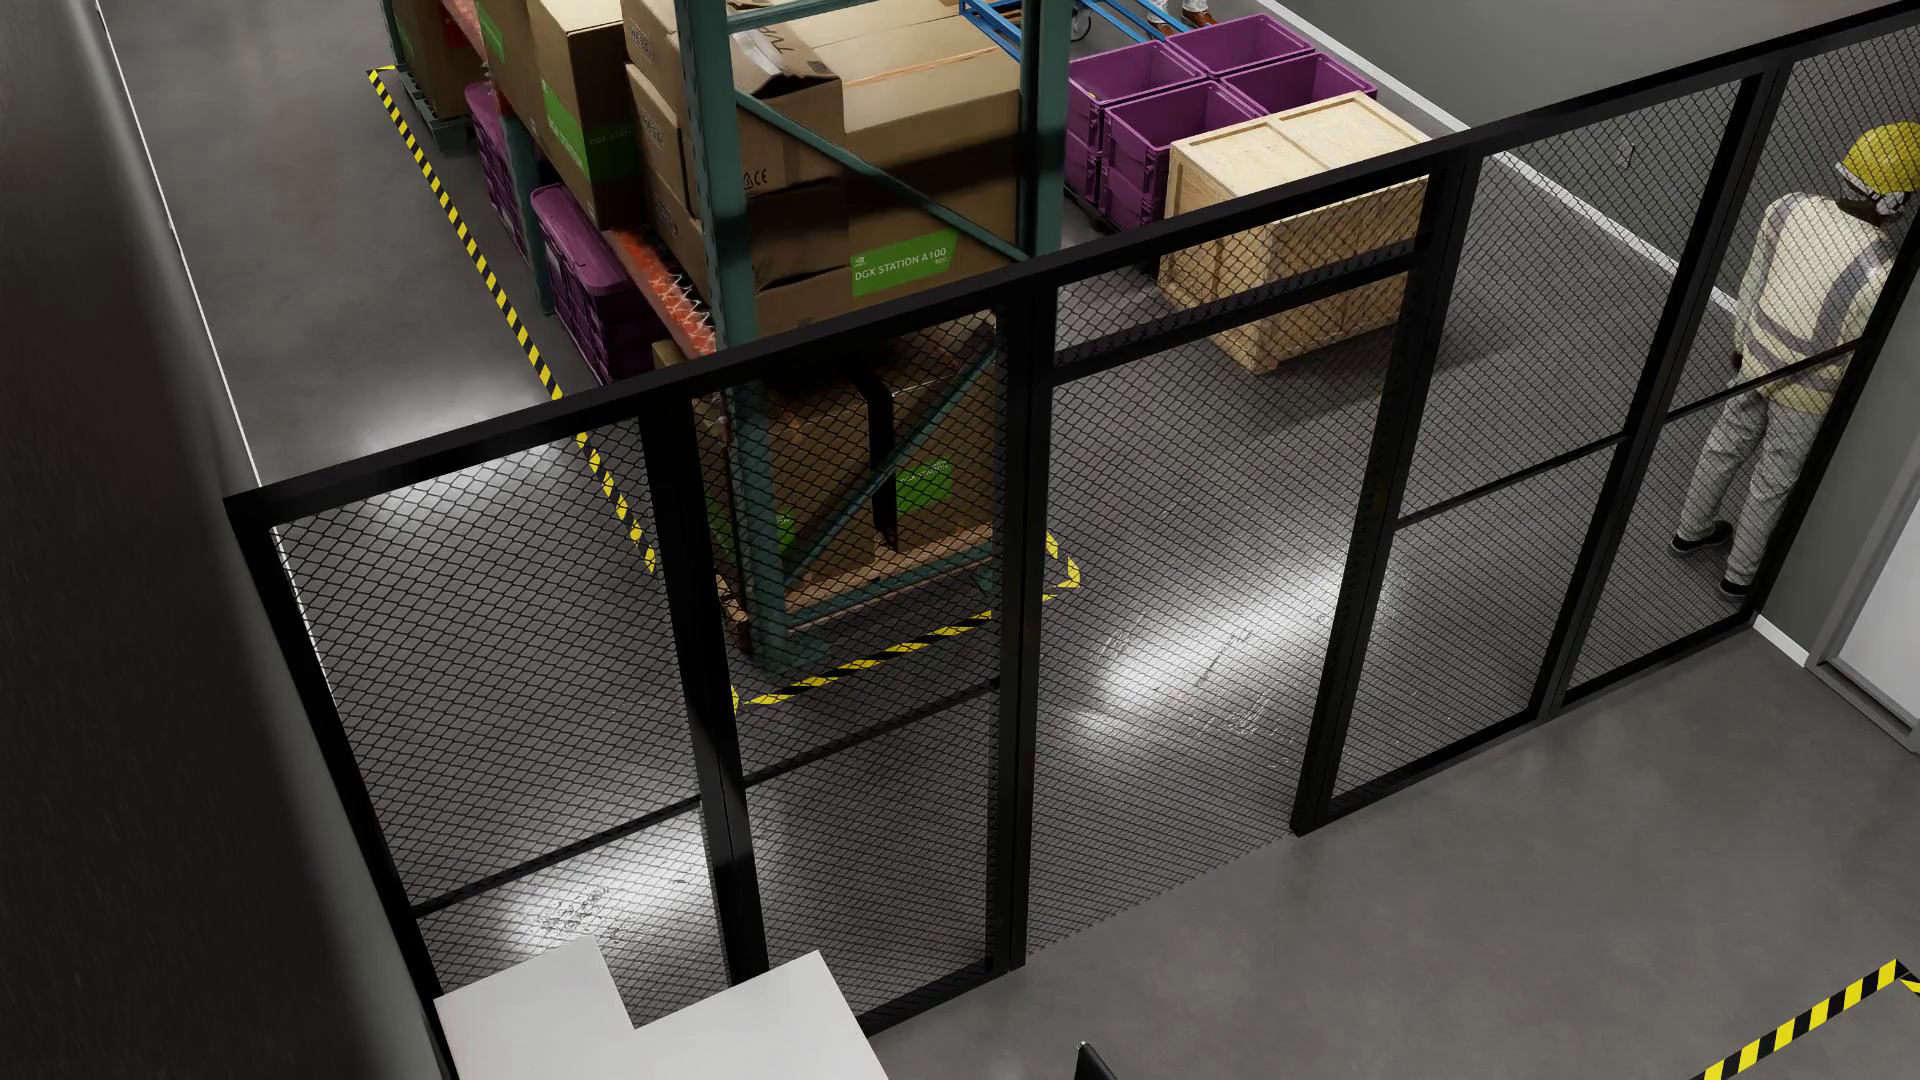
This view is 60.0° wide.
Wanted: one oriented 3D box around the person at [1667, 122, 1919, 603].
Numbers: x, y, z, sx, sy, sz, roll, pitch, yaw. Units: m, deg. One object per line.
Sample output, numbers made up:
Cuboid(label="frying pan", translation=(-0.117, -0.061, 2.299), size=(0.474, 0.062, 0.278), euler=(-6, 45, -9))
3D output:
Cuboid(label="person", translation=(2.859, -0.576, 5.652), size=(0.403, 1.835, 0.588), euler=(-14, 44, -15))

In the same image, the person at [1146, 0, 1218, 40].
Cuboid(label="person", translation=(1.279, -3.629, 8.916), size=(0.628, 1.940, 0.373), euler=(-21, 47, -22))
